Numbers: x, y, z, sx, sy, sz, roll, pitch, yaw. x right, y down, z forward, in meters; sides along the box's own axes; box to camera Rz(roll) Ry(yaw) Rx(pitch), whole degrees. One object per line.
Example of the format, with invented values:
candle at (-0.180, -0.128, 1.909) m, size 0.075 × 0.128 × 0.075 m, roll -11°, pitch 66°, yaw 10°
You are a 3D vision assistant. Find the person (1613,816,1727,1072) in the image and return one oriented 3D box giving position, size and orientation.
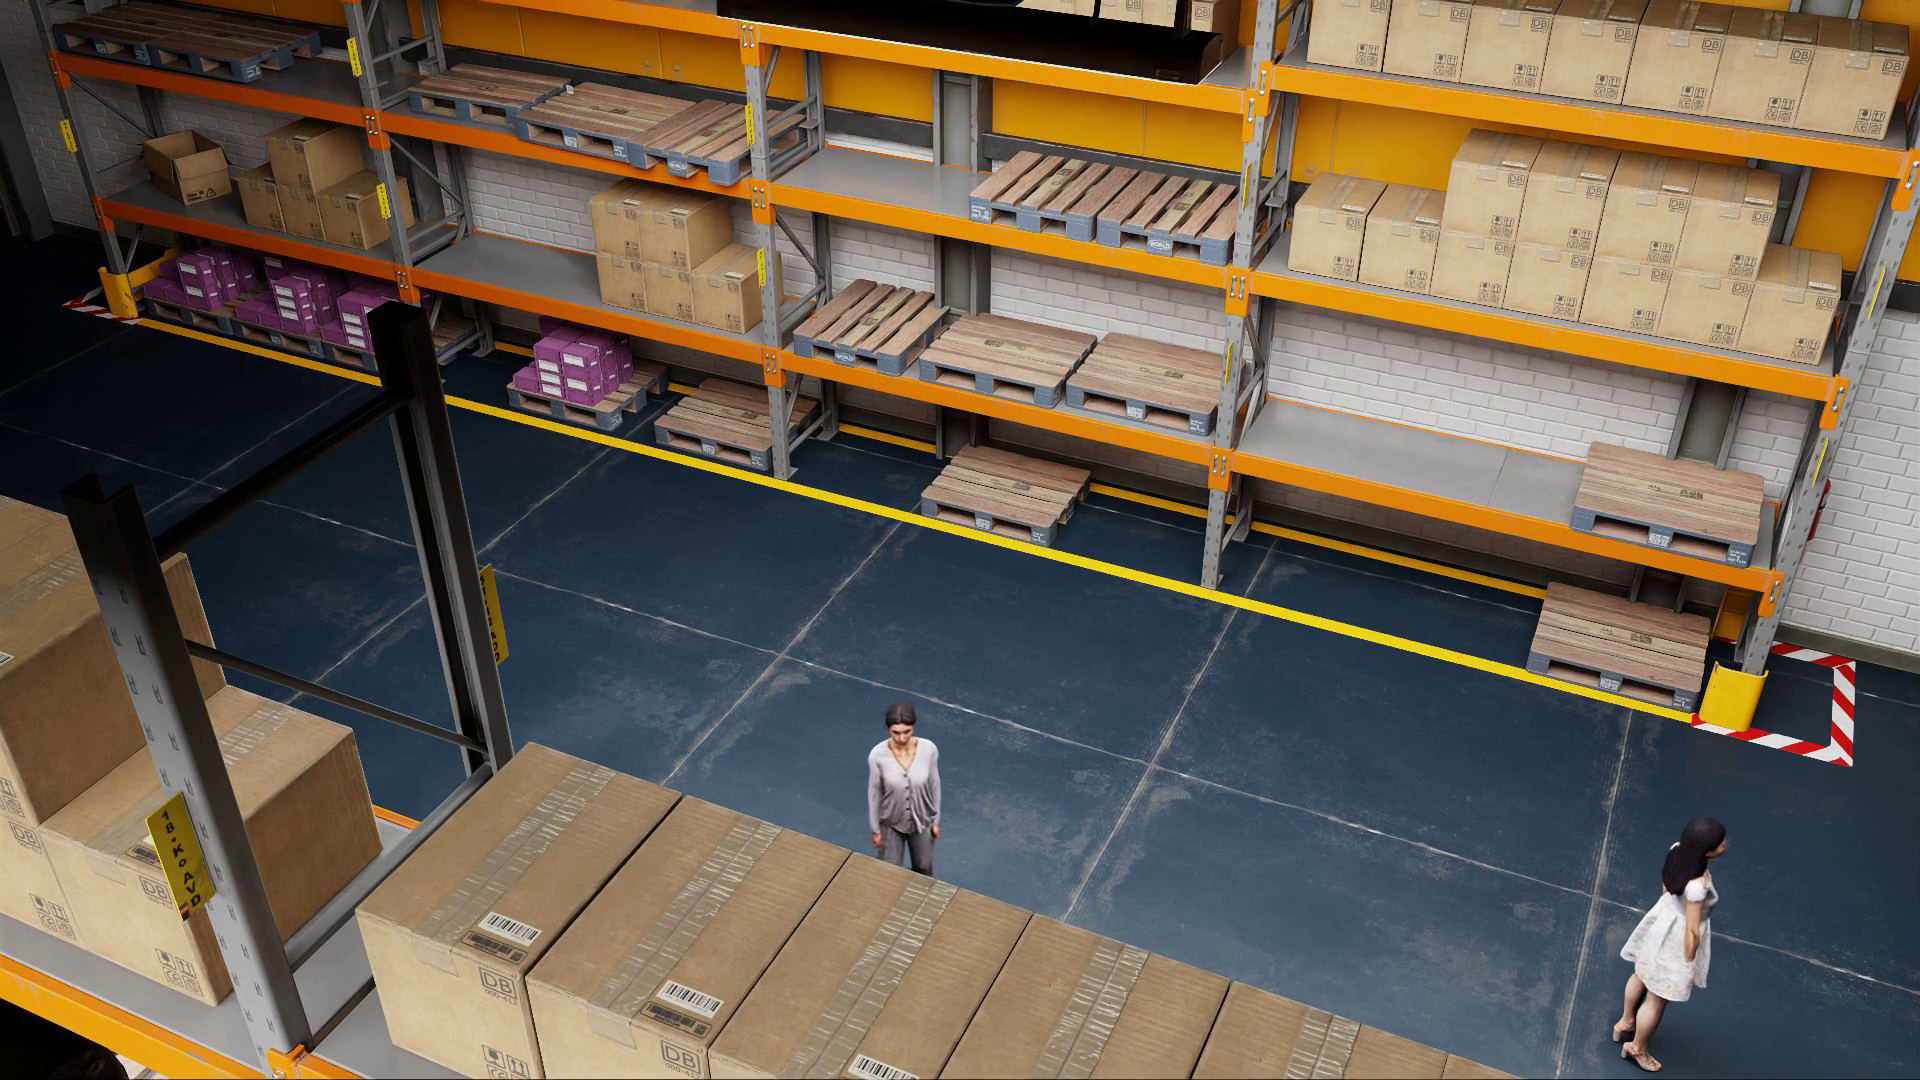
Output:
person at (3.916, 2.212, 9.152) m, size 0.753 × 1.775 × 0.739 m, roll 2°, pitch 34°, yaw 4°

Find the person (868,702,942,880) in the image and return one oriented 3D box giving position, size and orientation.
person at (-0.333, 1.660, 9.989) m, size 0.639 × 1.769 × 0.733 m, roll -6°, pitch 34°, yaw -9°
